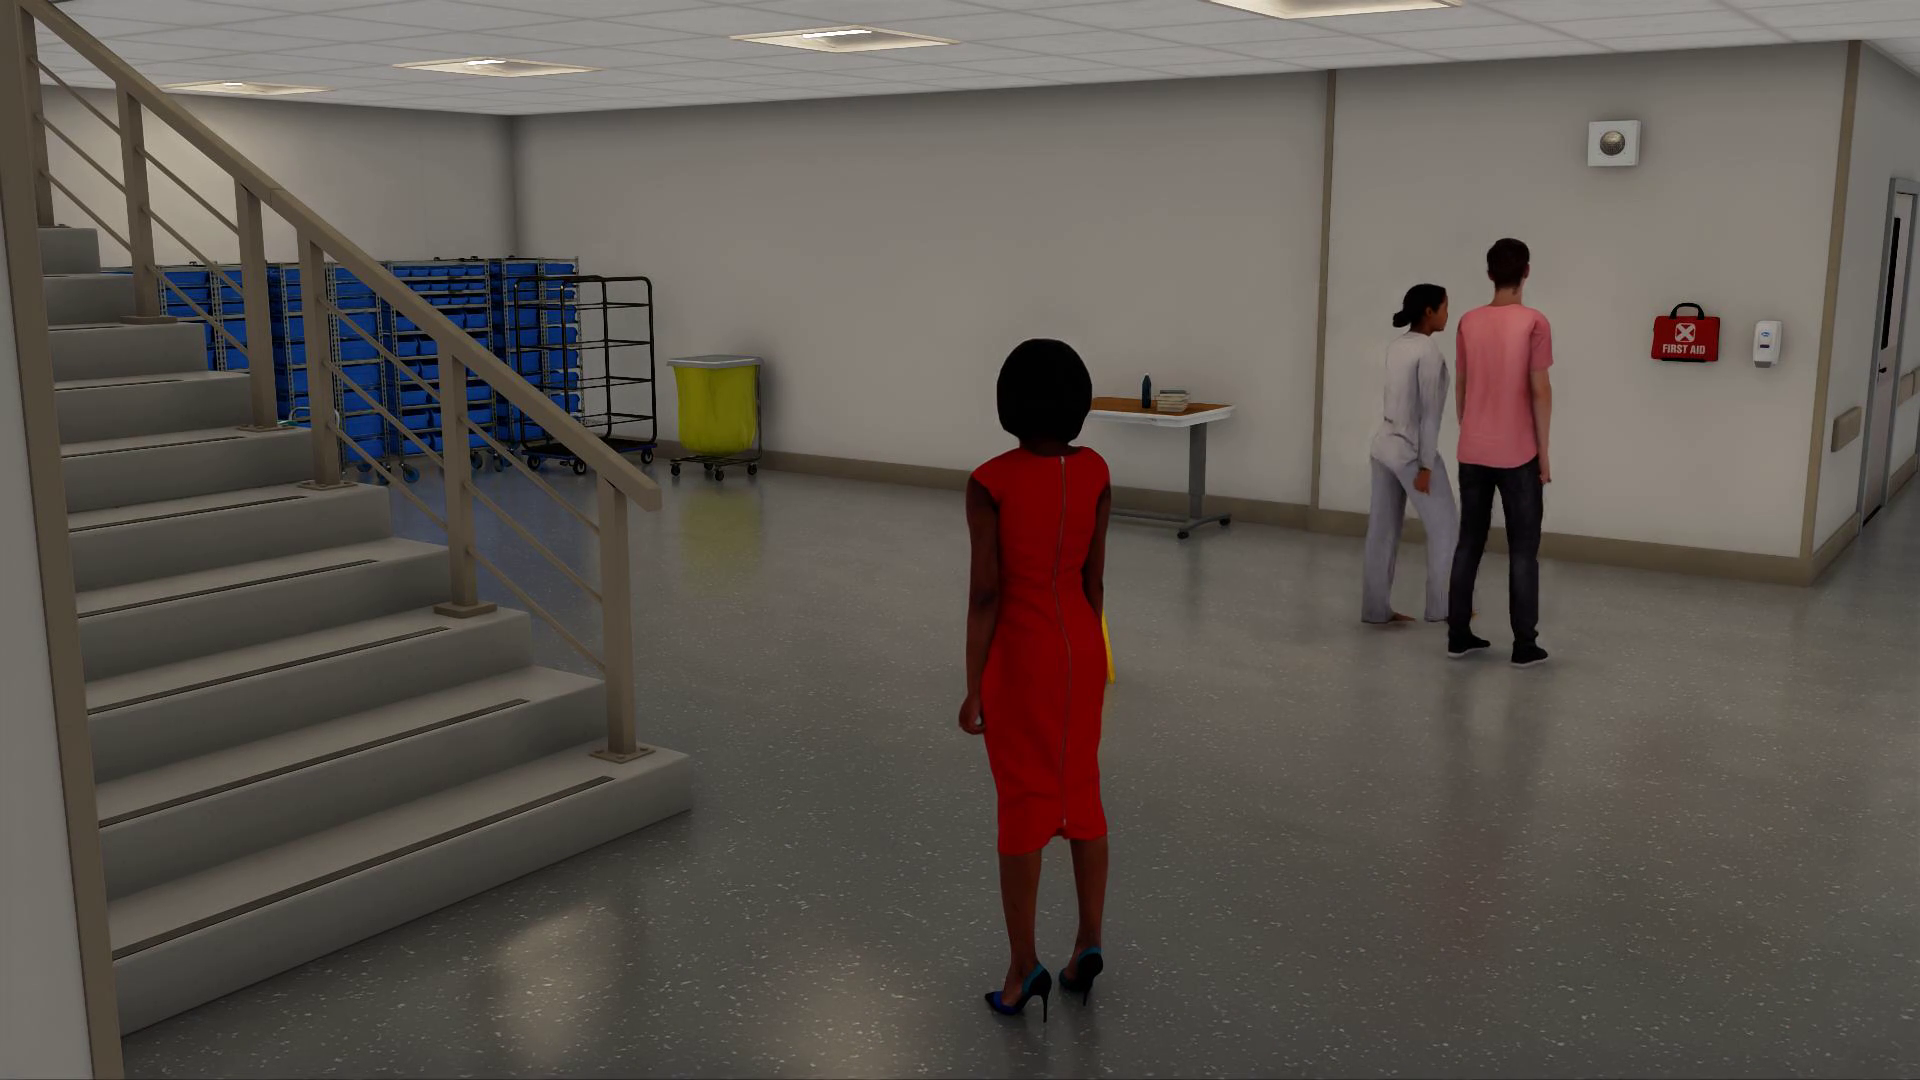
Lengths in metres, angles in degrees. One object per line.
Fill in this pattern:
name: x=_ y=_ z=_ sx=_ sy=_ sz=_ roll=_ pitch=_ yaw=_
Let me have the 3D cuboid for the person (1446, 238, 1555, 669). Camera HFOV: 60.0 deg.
person: x=2.469 y=-0.400 z=7.668 sx=0.589 sy=1.953 sz=0.767 roll=10 pitch=15 yaw=43

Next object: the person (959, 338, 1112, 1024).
person: x=0.211 y=0.361 z=4.222 sx=0.636 sy=1.743 sz=0.638 roll=-6 pitch=12 yaw=-29

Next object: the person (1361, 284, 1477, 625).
person: x=2.178 y=-0.411 z=8.356 sx=0.931 sy=1.718 sz=0.891 roll=-4 pitch=11 yaw=-18
